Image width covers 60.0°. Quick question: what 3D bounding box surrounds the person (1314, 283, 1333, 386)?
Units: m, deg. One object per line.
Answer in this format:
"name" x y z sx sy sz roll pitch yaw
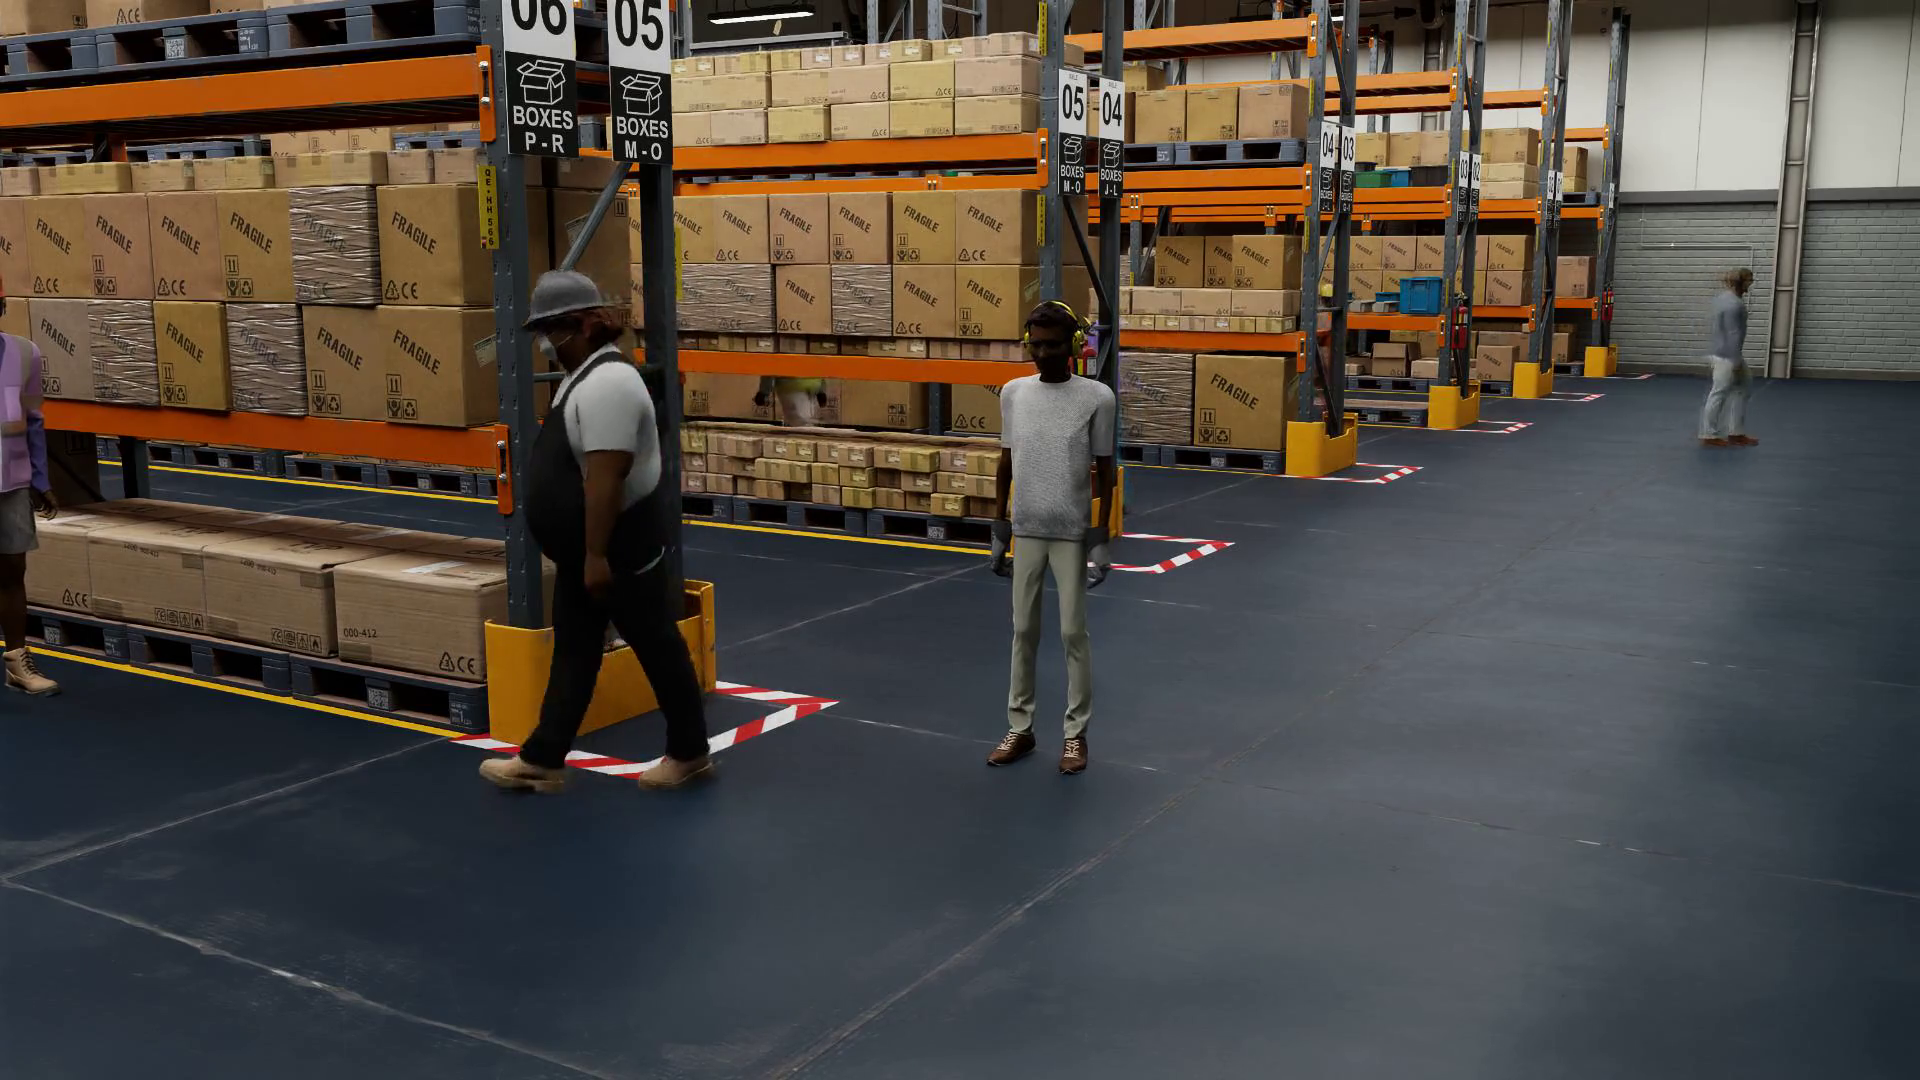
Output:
"person" 4.184 -2.151 19.528 0.914 1.721 0.528 5 11 25

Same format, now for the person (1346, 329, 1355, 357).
"person" 6.168 -3.450 26.685 0.966 1.874 0.615 5 11 27

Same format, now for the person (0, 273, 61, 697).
"person" -4.379 -0.258 7.503 0.395 2.039 0.608 6 11 32

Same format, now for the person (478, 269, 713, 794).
"person" -1.387 -0.042 6.229 0.940 2.000 0.771 -4 10 -21

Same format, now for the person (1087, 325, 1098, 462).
"person" 0.893 -1.109 13.203 0.985 1.786 0.606 7 12 37

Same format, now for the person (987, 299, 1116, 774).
"person" 0.352 -0.010 6.564 0.508 1.865 0.329 4 10 22

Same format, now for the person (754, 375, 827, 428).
"person" -1.491 -1.302 14.326 0.933 1.792 0.631 5 11 29

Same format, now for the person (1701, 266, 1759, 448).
"person" 8.203 -1.905 17.481 0.702 1.917 0.661 5 11 25
